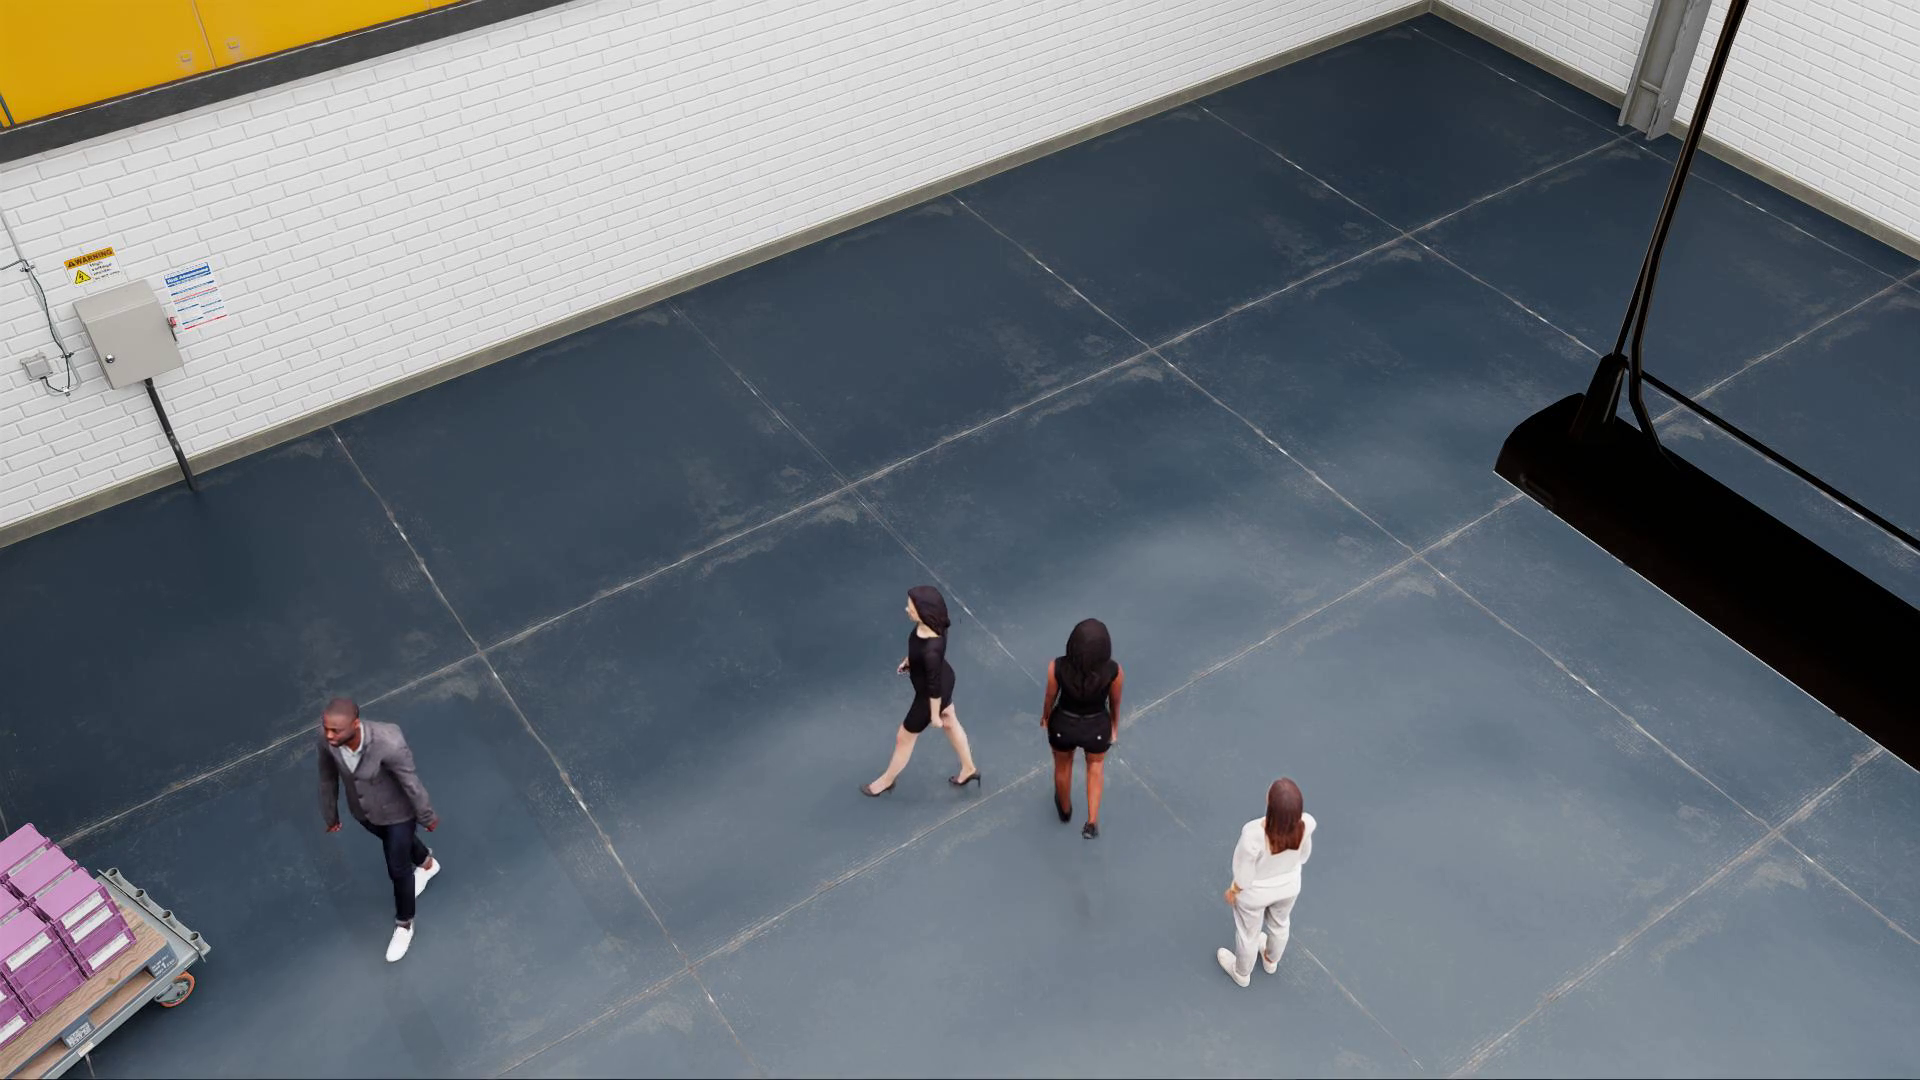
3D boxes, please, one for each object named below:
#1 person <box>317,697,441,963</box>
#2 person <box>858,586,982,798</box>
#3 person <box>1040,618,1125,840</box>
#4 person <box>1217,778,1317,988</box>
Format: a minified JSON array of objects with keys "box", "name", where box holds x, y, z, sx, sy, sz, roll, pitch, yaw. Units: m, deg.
[{"box":[-3.194,1.439,9.368,1.068,1.792,1.095,13,45,13],"name":"person"},{"box":[-0.096,0.932,9.921,1.042,1.764,0.998,5,44,5],"name":"person"},{"box":[0.707,1.173,9.694,0.837,1.728,0.924,0,44,0],"name":"person"},{"box":[1.670,1.854,9.008,0.641,1.688,0.607,-16,46,-16],"name":"person"}]
